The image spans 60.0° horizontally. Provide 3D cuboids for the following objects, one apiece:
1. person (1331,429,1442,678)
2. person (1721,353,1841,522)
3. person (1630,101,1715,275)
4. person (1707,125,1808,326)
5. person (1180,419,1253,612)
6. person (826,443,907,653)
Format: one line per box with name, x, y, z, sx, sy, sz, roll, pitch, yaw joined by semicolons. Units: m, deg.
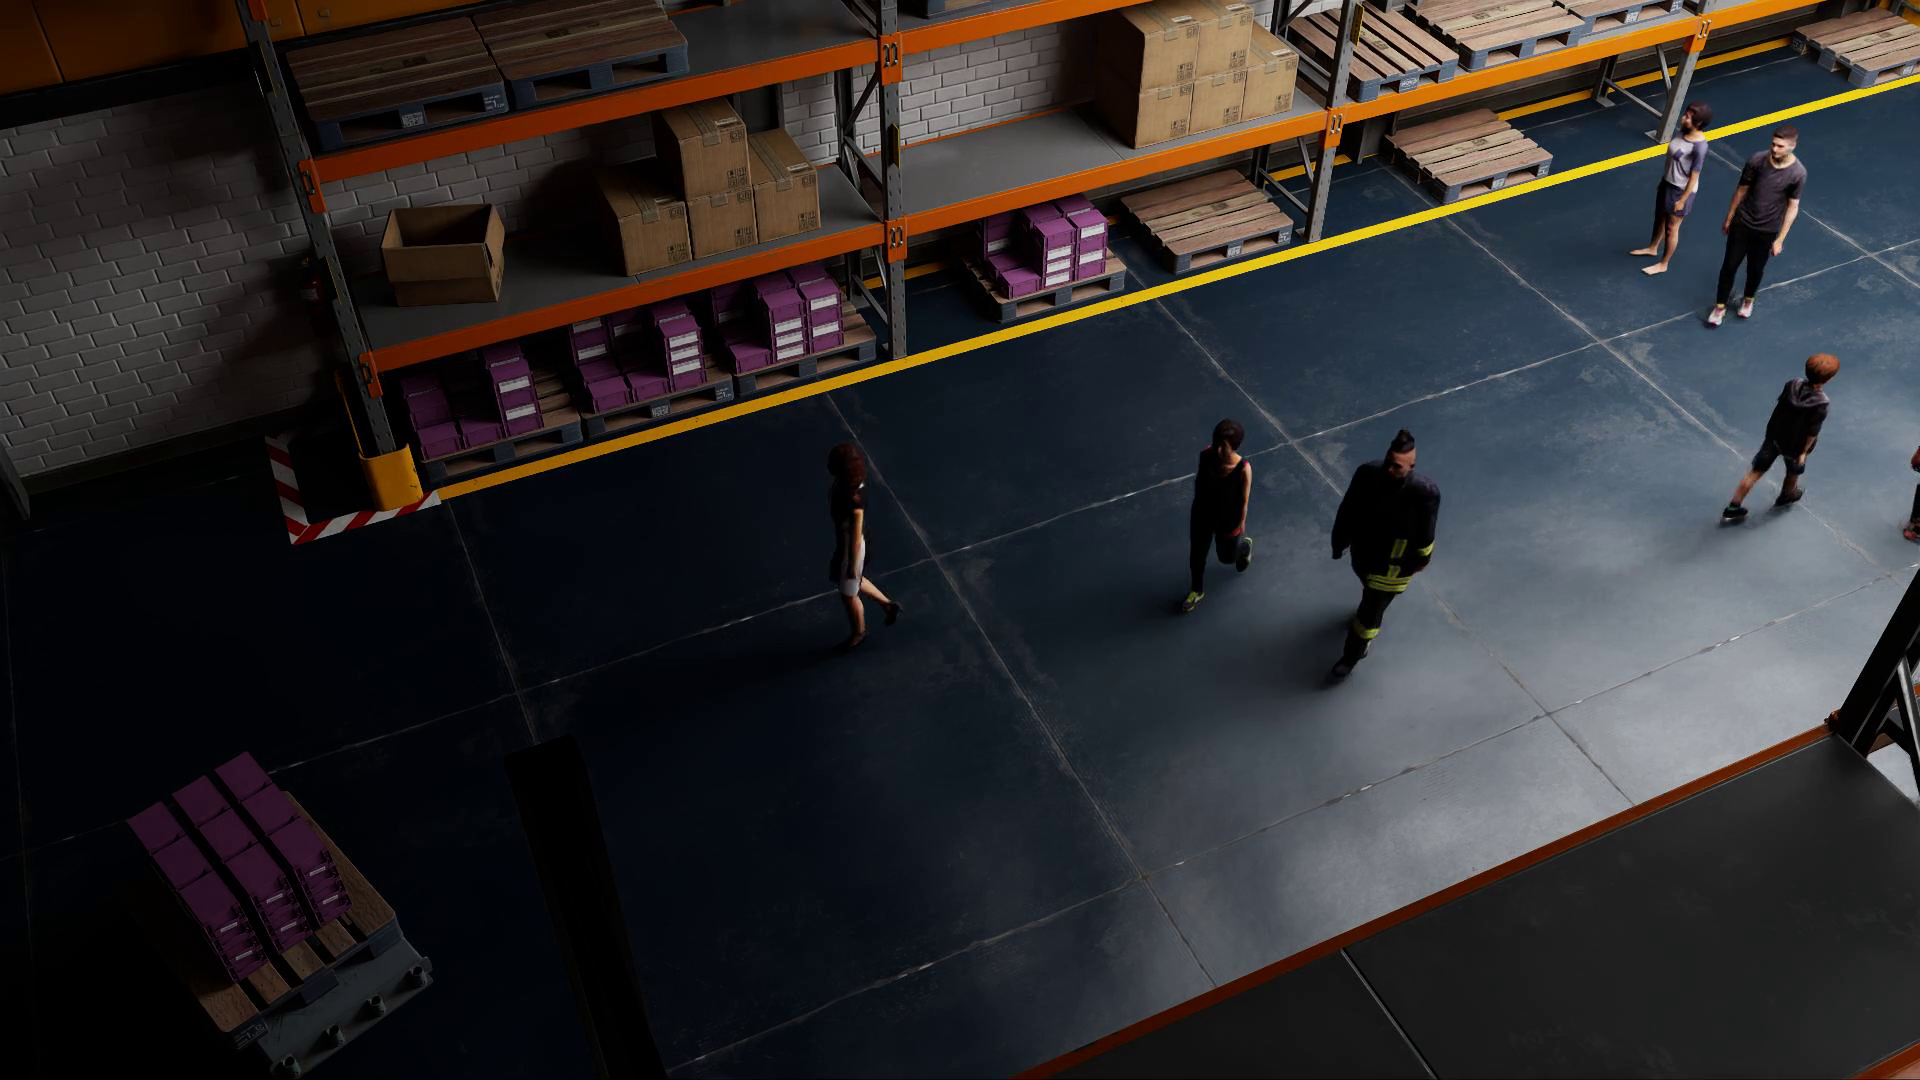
person;2.768;-0.019;10.641;1.064;1.823;1.268;30;51;27
person;5.743;-0.683;11.637;0.953;1.411;0.575;-20;47;-20
person;6.008;-2.968;13.923;0.632;1.565;0.635;-3;44;-3
person;6.415;-2.558;13.368;0.830;1.738;0.891;23;48;23
person;1.753;-0.207;11.048;0.787;1.533;0.961;28;50;27
person;-0.605;0.054;10.593;0.796;1.784;0.701;-6;44;-6
